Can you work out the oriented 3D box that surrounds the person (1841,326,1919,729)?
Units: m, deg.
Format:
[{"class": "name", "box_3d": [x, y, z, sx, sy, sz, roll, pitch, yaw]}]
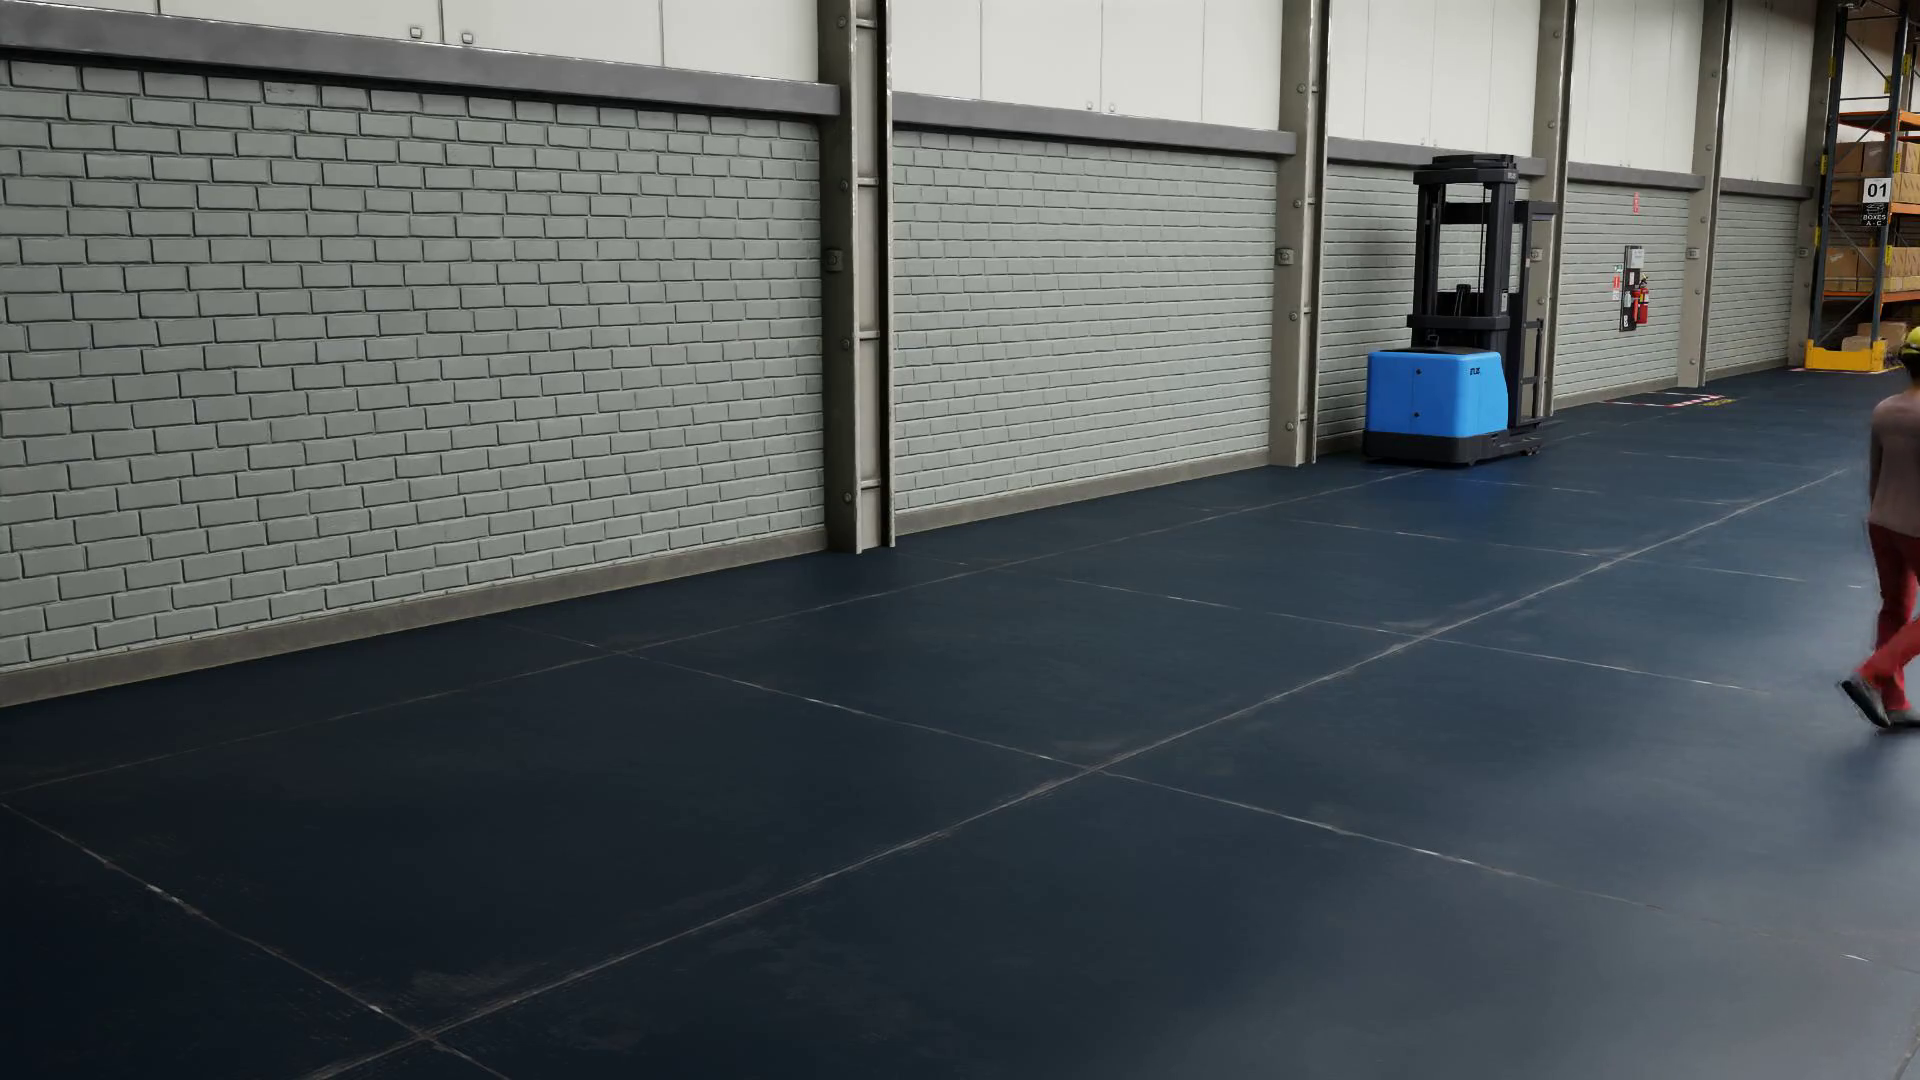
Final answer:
[{"class": "person", "box_3d": [3.986, -0.044, 6.991, 0.443, 1.752, 0.548, -1, 10, -8]}]

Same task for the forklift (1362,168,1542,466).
[{"class": "forklift", "box_3d": [4.875, -2.212, 16.287, 1.129, 2.768, 1.873, 8, 13, 40]}]
